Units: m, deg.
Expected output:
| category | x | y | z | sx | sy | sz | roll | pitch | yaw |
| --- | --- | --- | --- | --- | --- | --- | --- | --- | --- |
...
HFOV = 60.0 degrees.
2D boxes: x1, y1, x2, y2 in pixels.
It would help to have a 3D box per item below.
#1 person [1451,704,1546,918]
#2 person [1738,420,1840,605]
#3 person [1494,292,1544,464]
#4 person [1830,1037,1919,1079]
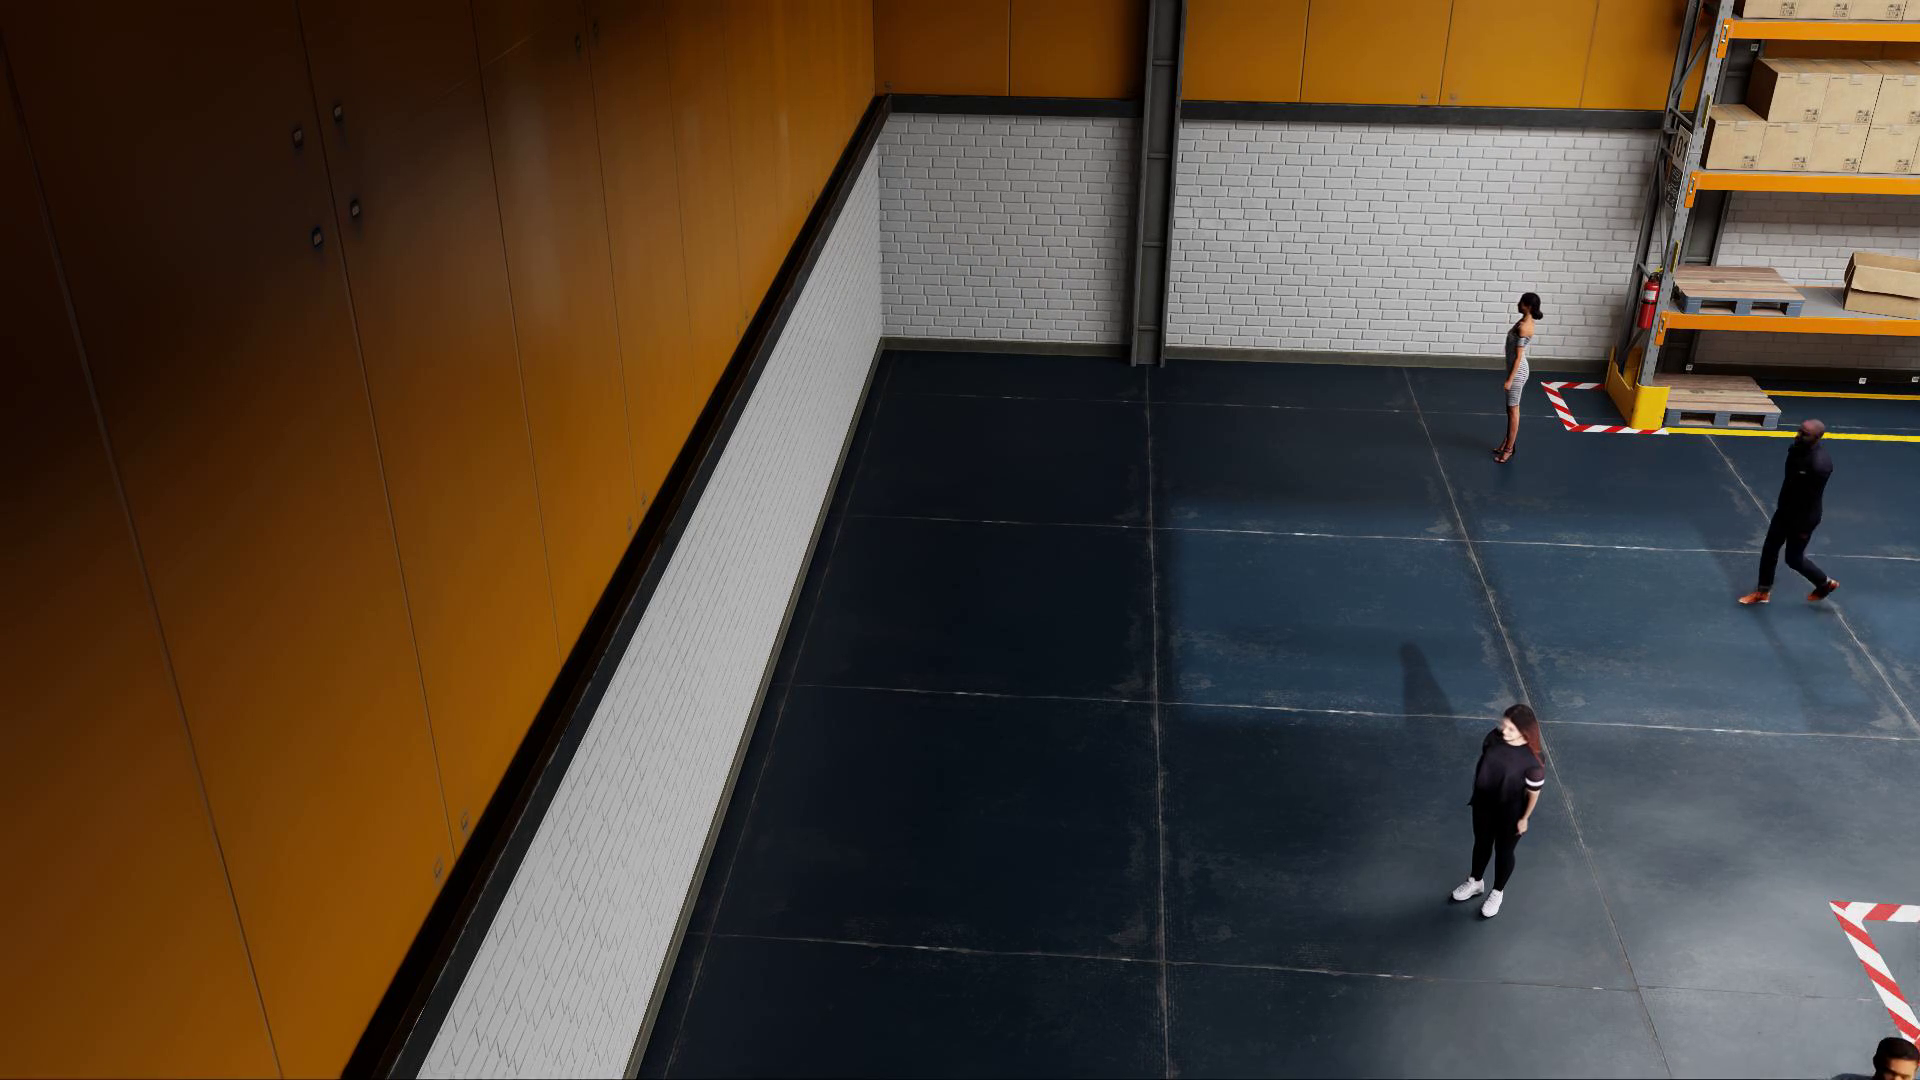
| category | x | y | z | sx | sy | sz | roll | pitch | yaw |
| --- | --- | --- | --- | --- | --- | --- | --- | --- | --- |
| person | 3.569 | 1.741 | 10.940 | 0.771 | 1.637 | 0.713 | -21 | 35 | -33 |
| person | 7.296 | -0.199 | 14.333 | 1.063 | 1.795 | 0.804 | 0 | 29 | -1 |
| person | 5.695 | -1.671 | 17.001 | 0.609 | 1.823 | 0.642 | 9 | 30 | 16 |
| person | 4.403 | 3.111 | 8.269 | 1.074 | 1.790 | 0.965 | 13 | 31 | 22 |
